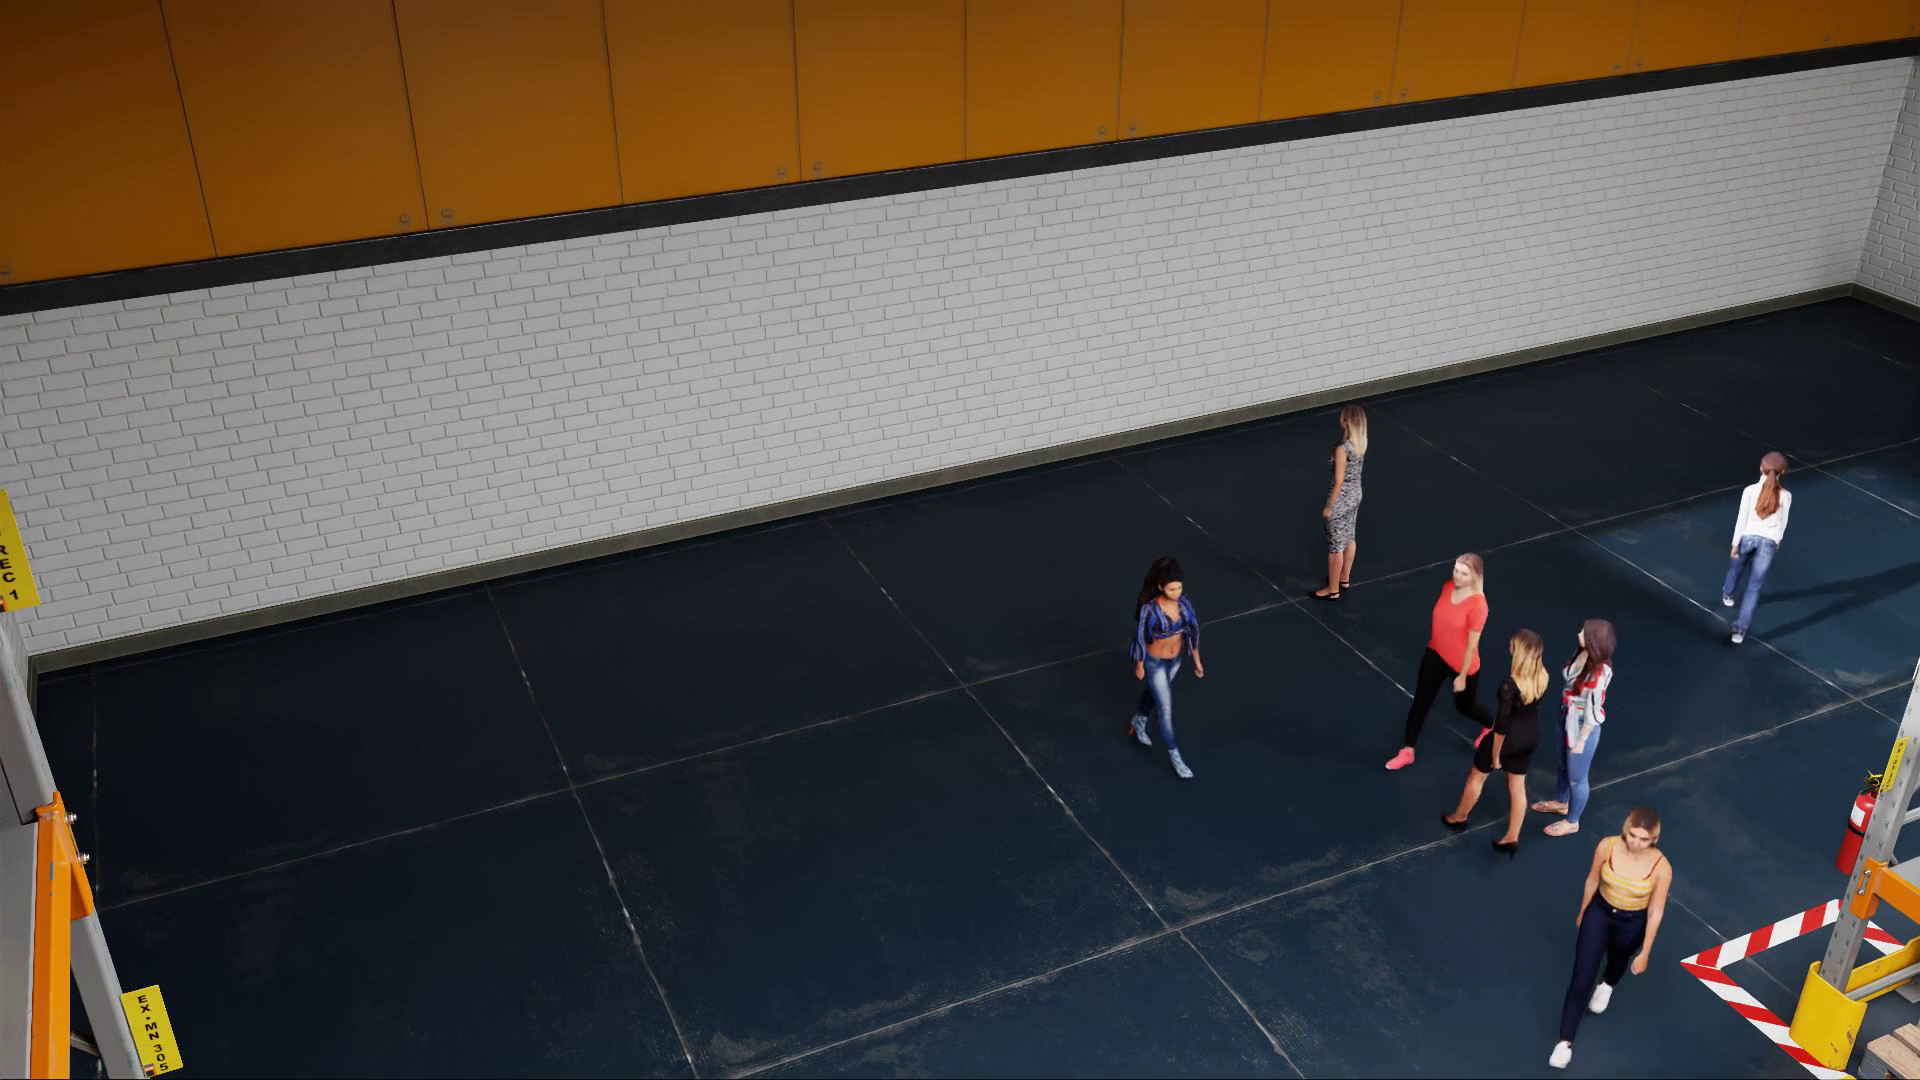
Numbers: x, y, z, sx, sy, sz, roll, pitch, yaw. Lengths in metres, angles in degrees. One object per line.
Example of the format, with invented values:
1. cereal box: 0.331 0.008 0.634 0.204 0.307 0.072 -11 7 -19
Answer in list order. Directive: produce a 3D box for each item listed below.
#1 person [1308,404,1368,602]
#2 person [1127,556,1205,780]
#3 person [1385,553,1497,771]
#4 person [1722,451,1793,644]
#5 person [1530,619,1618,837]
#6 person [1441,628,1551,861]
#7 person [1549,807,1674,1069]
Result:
1. person: 3.112 -0.307 13.454 0.624 1.705 0.632 22 36 35
2. person: 1.357 0.819 11.519 0.710 1.581 1.030 -17 33 -28
3. person: 3.466 0.840 11.400 0.695 1.658 1.094 -16 32 -27
4. person: 6.183 0.086 12.937 1.027 1.511 1.019 13 31 23
5. person: 4.023 1.197 10.793 0.713 1.612 0.581 0 29 0
6. person: 3.543 1.327 10.508 0.593 1.658 0.785 -14 32 -24
7. person: 3.655 2.097 9.185 1.155 1.572 1.049 18 33 29
